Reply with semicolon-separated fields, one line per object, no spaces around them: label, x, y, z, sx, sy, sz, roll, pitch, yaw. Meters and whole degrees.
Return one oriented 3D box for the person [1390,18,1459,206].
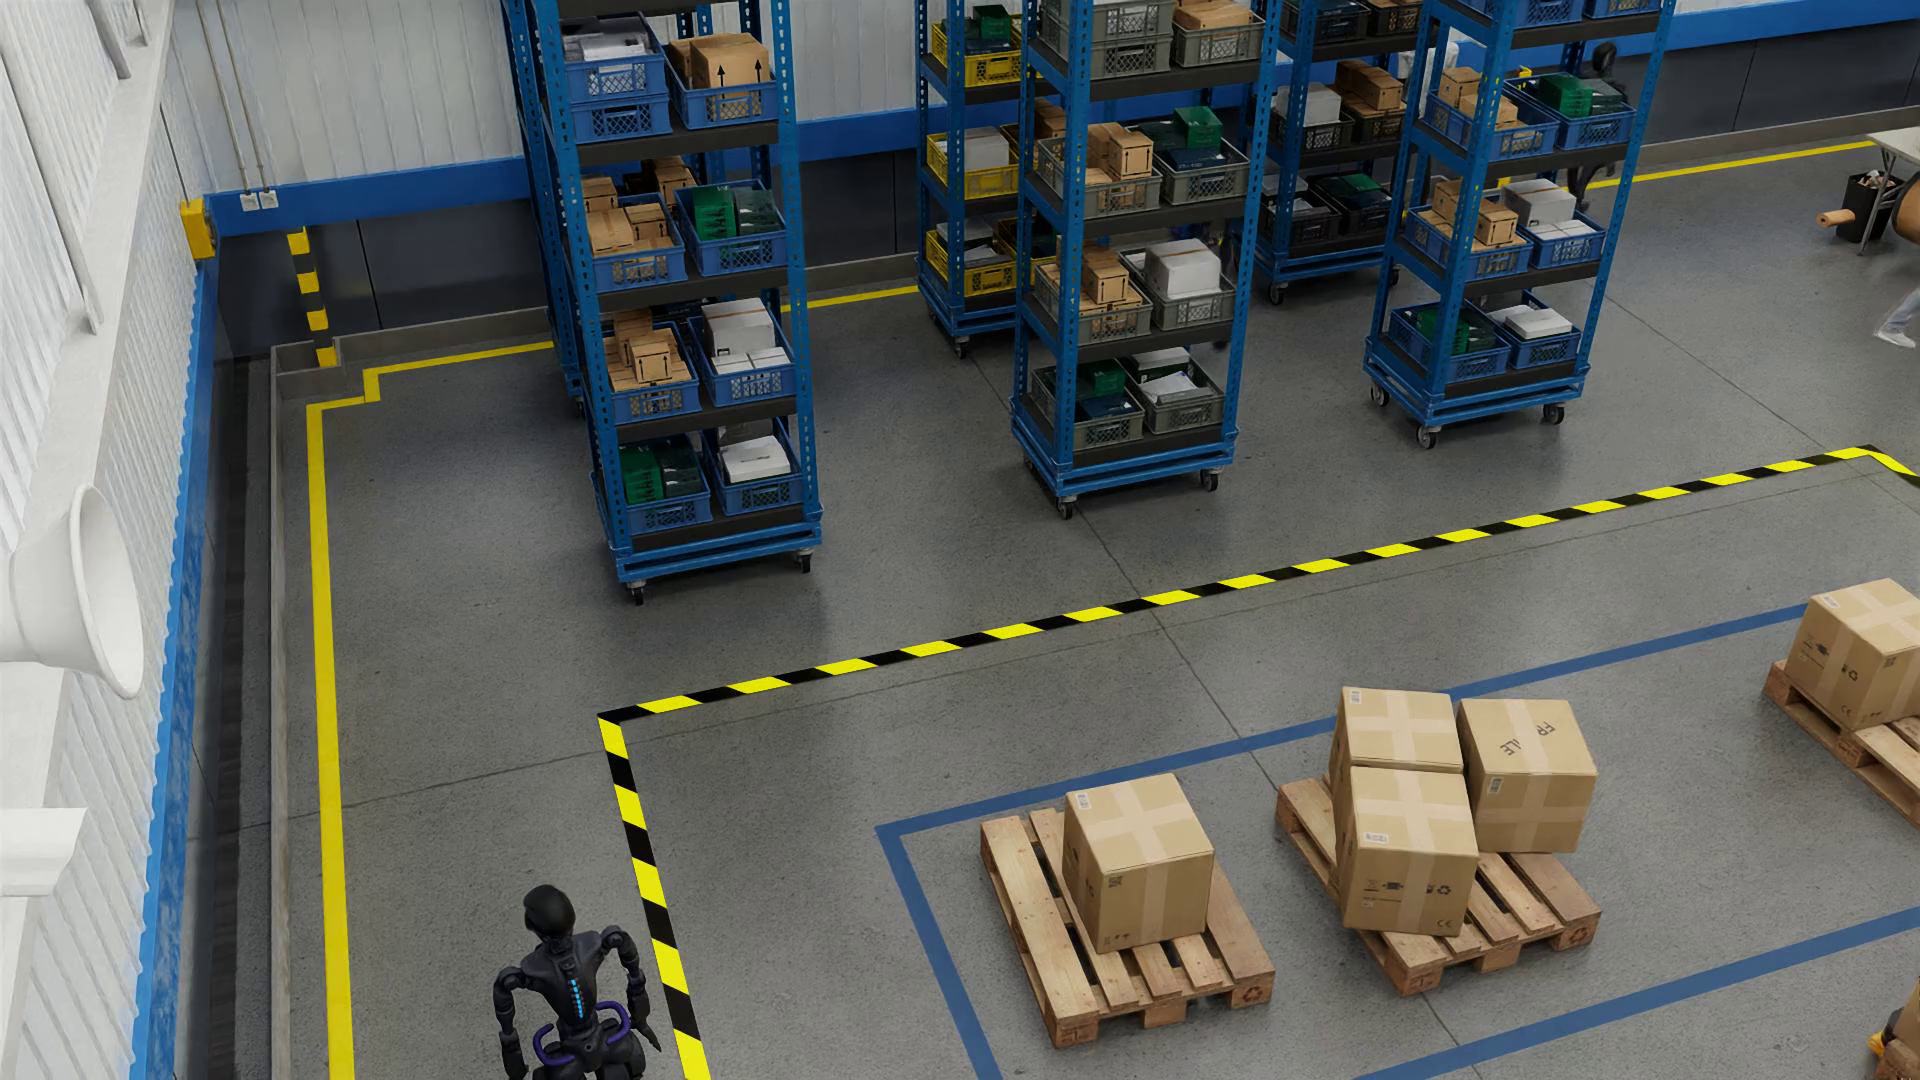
person;3.739;-3.475;13.598;0.527;1.864;0.312;-3;35;-4

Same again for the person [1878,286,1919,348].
person;7.086;-2.057;11.716;0.735;1.709;0.503;22;41;28

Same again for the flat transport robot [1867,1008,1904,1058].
flat transport robot;4.479;2.381;6.656;0.652;0.197;1.431;-15;38;-21

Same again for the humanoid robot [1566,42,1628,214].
humanoid robot;5.102;-3.238;13.474;0.794;1.635;0.608;-28;44;-34

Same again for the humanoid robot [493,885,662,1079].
humanoid robot;-1.397;1.896;6.130;0.599;1.659;0.315;-18;39;-24

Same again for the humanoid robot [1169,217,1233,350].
humanoid robot;1.698;-2.036;11.751;0.756;1.627;0.609;-25;42;-31
